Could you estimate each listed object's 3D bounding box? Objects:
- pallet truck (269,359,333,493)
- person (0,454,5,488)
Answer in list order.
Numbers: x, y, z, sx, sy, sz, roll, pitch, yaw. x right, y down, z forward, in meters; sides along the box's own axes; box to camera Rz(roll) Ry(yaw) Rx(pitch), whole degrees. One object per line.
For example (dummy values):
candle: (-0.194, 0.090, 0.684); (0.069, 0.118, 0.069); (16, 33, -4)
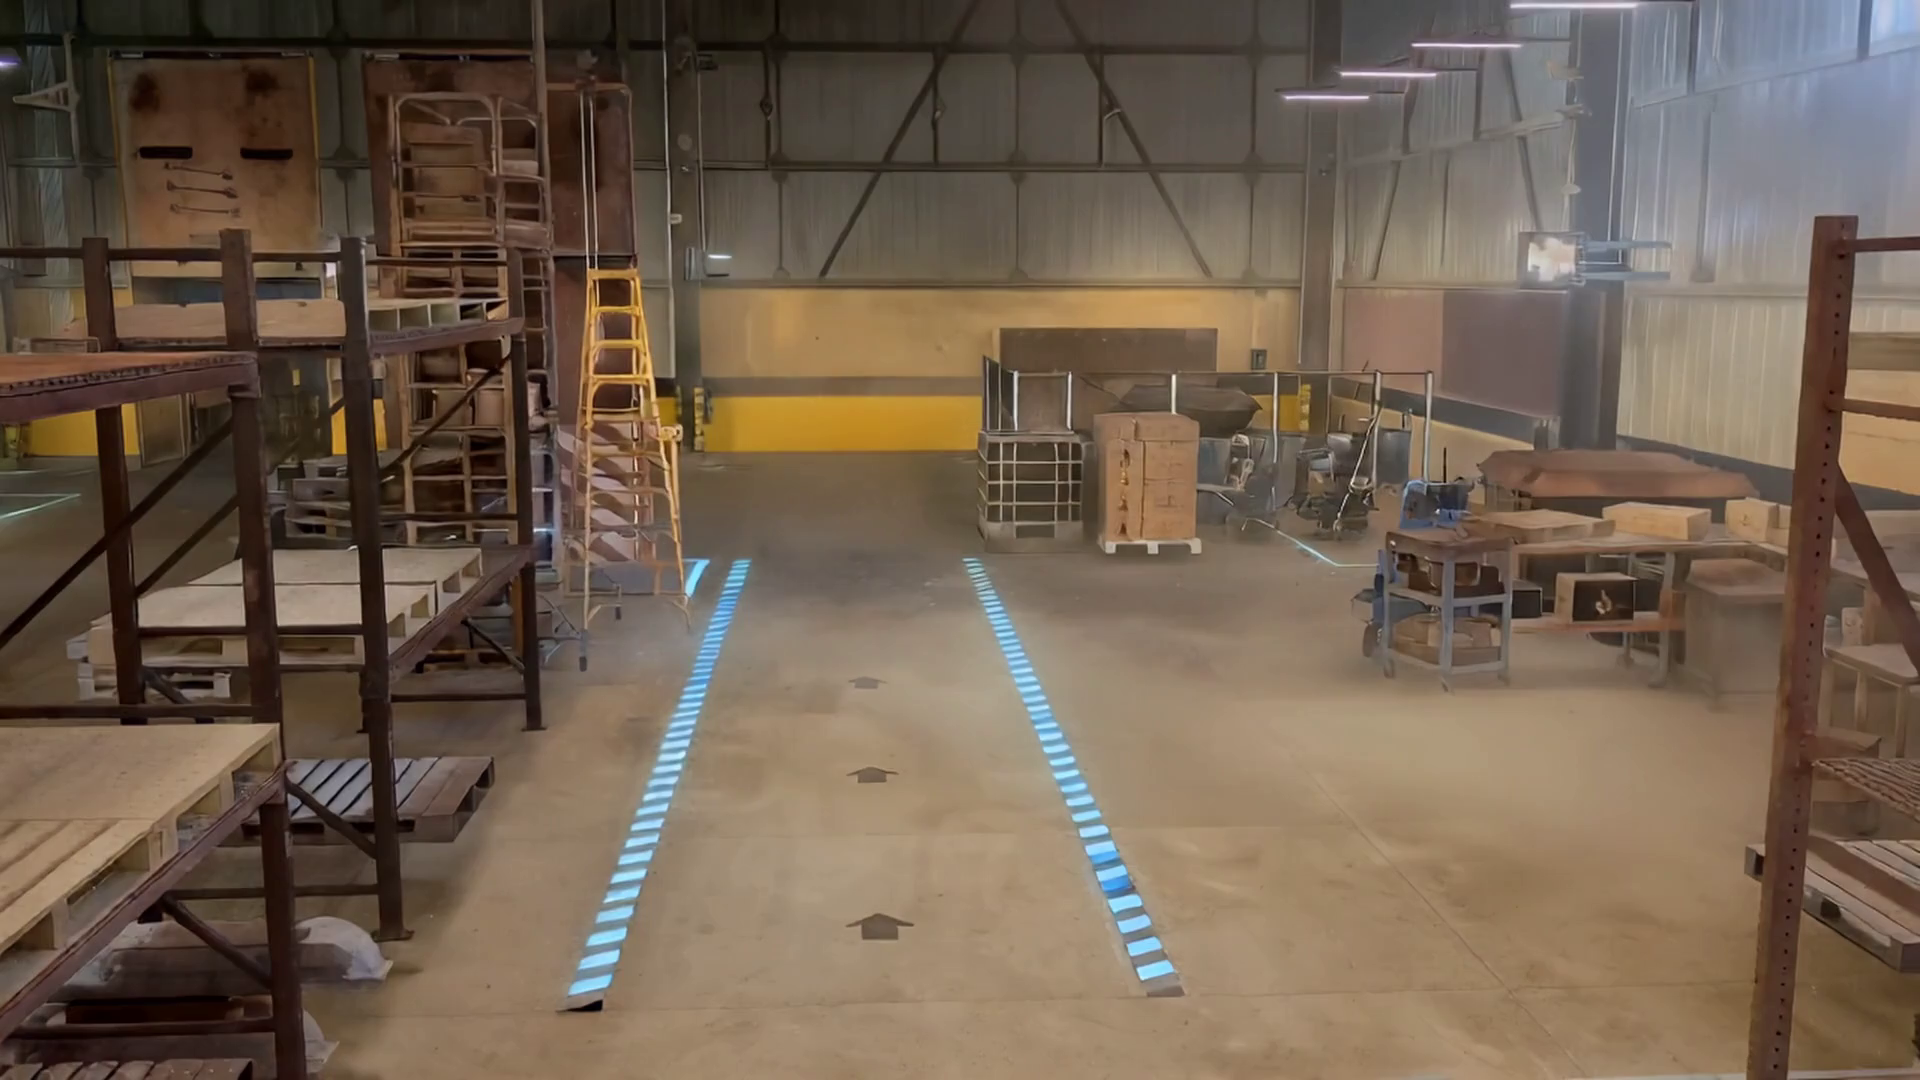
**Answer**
pallet truck: (-7.062, -1.131, 18.996); (1.885, 1.965, 0.823); (2, 9, 13)
person: (-13.189, -1.648, 22.466); (0.544, 1.929, 0.386); (9, 13, 43)
